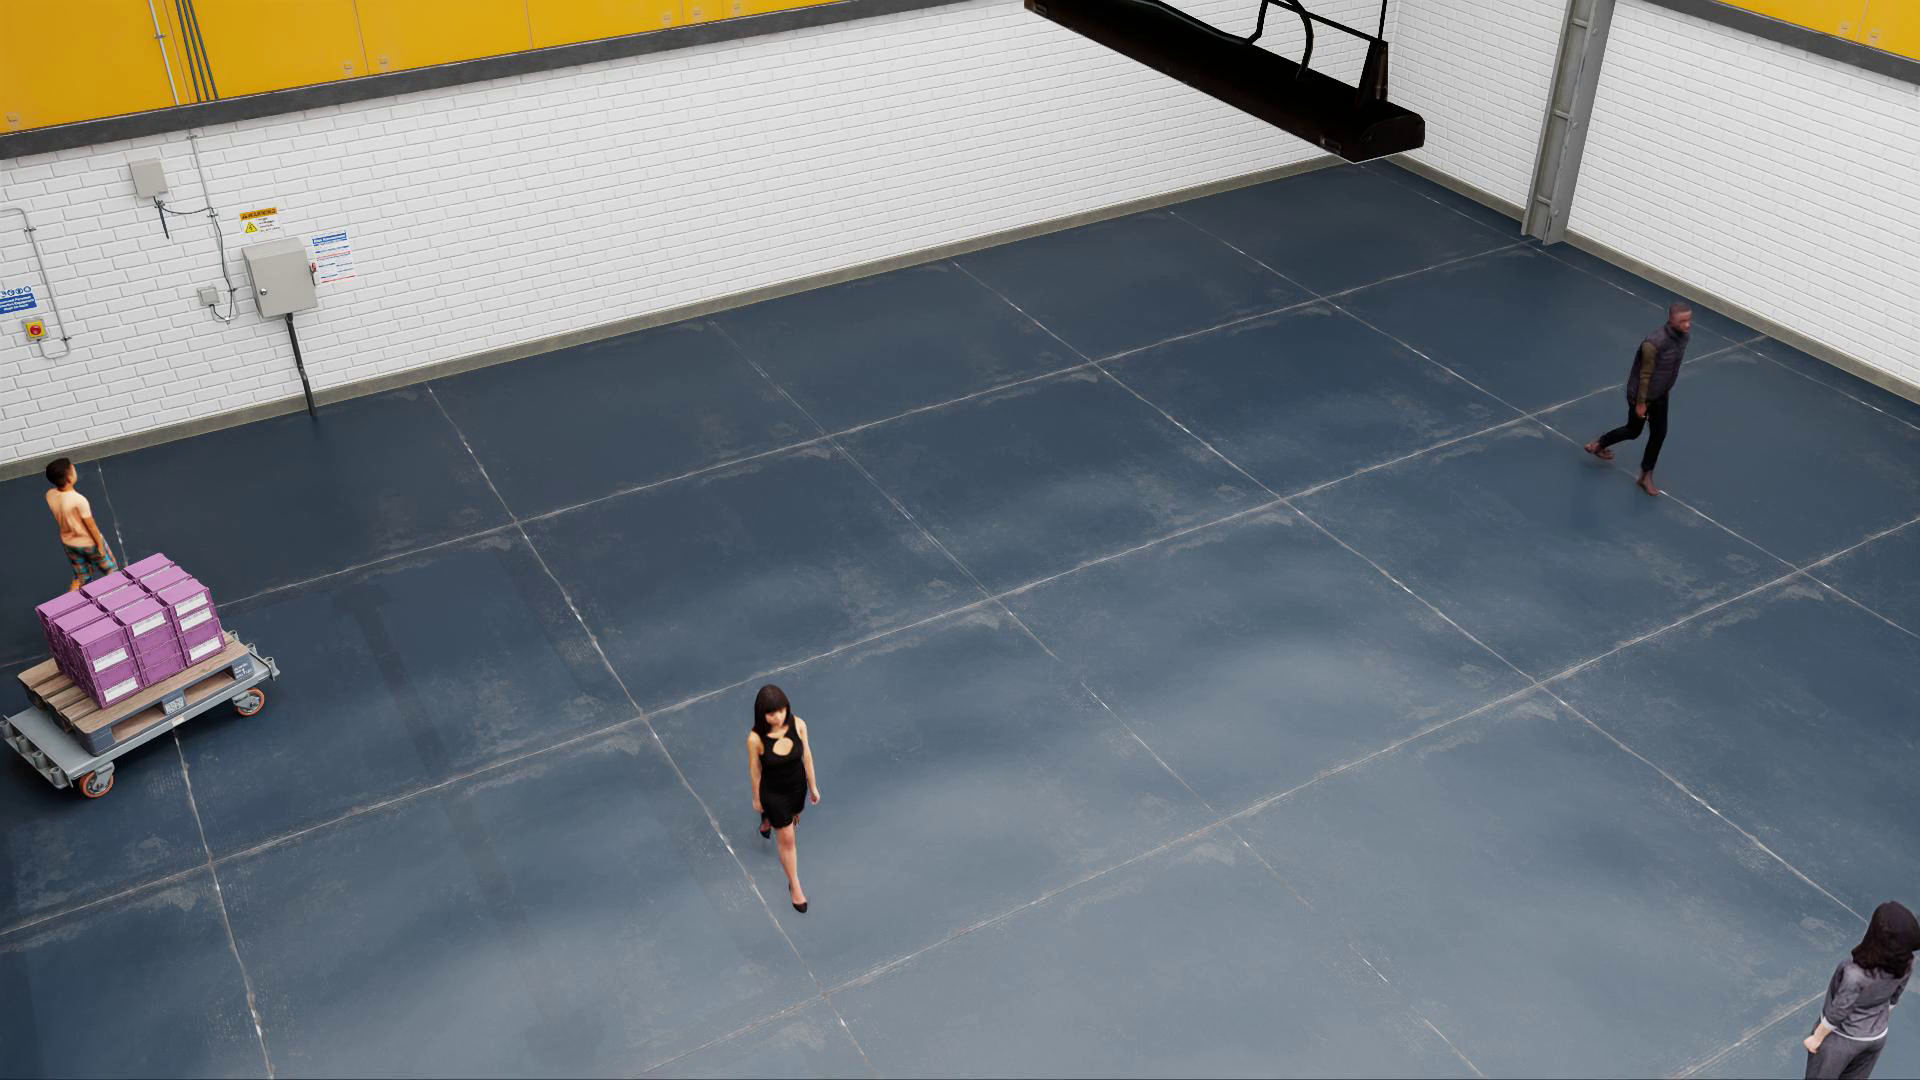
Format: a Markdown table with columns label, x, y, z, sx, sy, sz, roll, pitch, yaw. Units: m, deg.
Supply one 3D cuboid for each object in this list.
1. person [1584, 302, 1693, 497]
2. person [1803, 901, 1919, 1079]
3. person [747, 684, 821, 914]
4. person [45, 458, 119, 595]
| label | x | y | z | sx | sy | sz | roll | pitch | yaw |
| --- | --- | --- | --- | --- | --- | --- | --- | --- | --- |
| person | 5.920 | -1.290 | 14.417 | 0.759 | 1.795 | 1.037 | -18 | 38 | -26 |
| person | 4.636 | 2.564 | 8.646 | 0.650 | 1.765 | 0.600 | -9 | 35 | -13 |
| person | -1.129 | 1.513 | 10.354 | 0.562 | 1.625 | 0.992 | -19 | 38 | -26 |
| person | -6.760 | 0.041 | 12.727 | 0.843 | 1.448 | 0.935 | 6 | 34 | 9 |
